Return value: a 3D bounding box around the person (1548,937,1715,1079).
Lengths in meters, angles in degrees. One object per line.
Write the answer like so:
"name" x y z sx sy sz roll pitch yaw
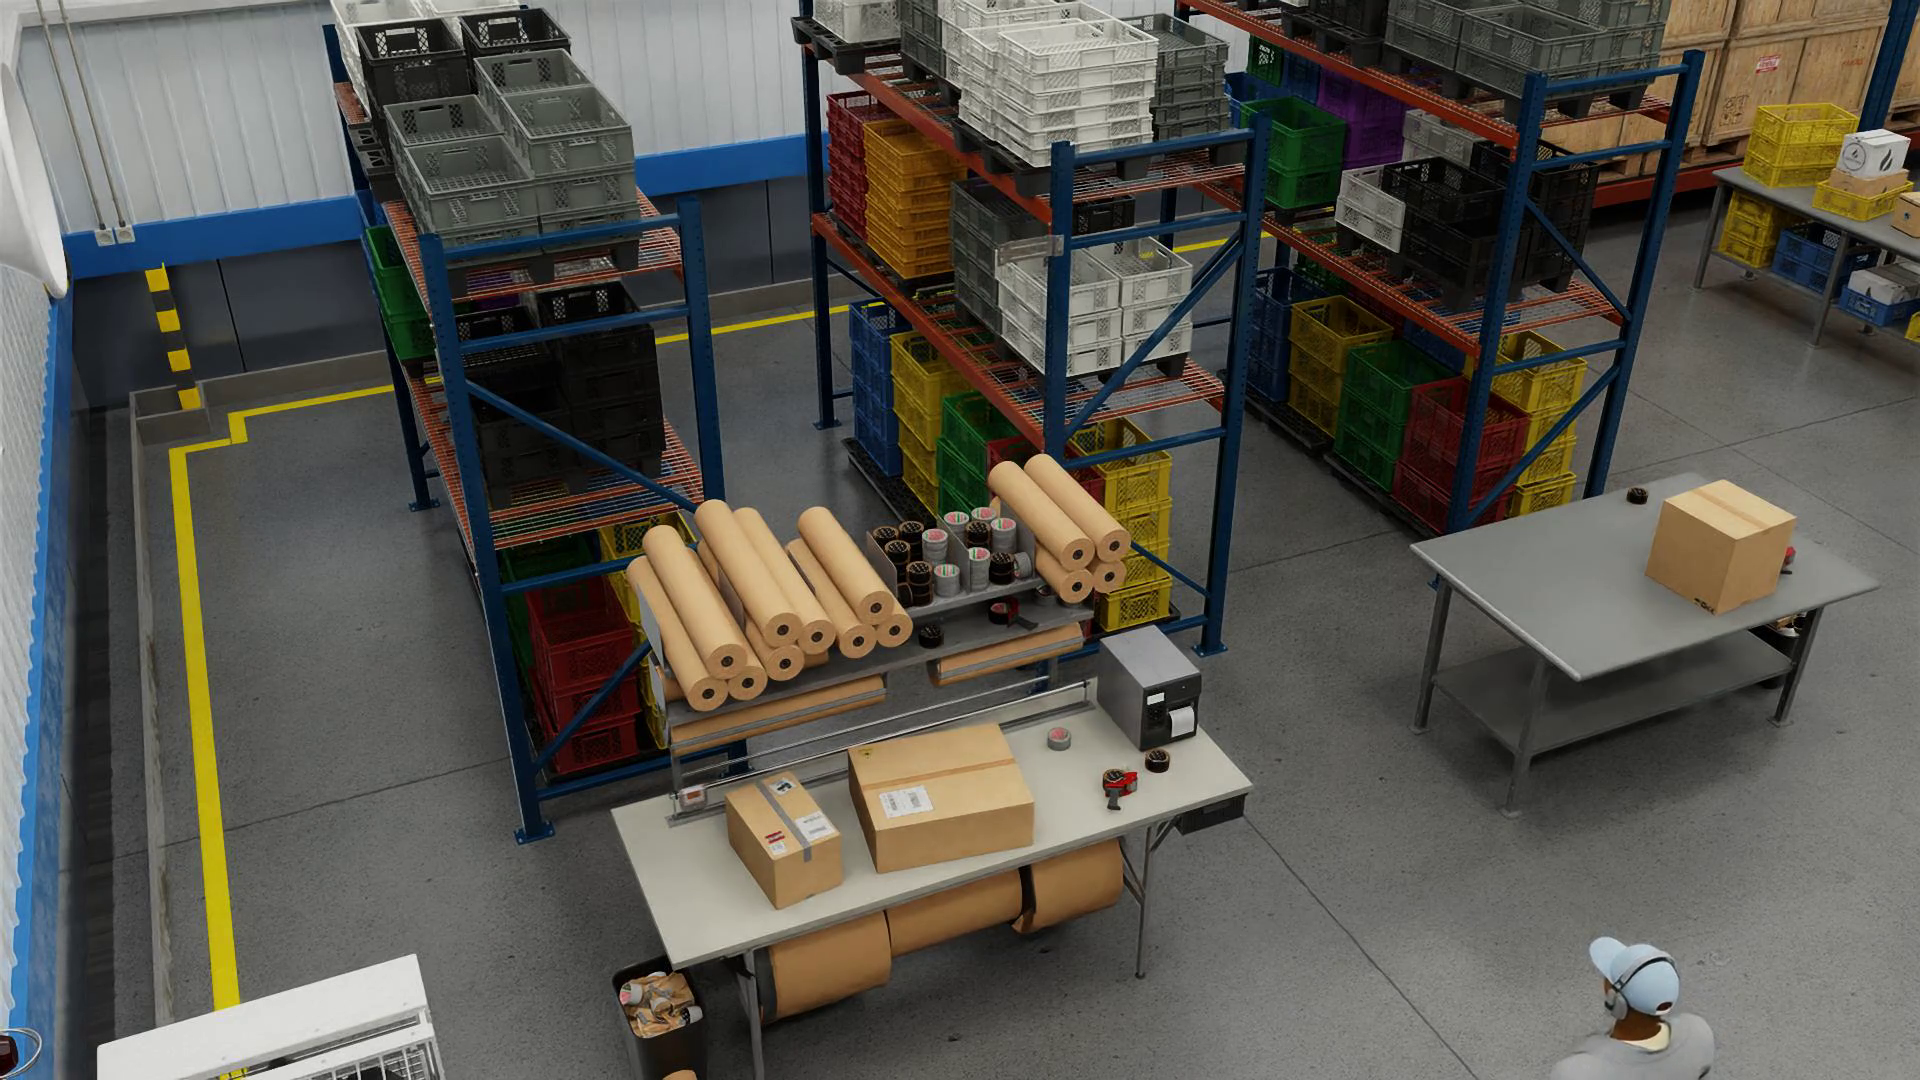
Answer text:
"person" 1.987 1.974 5.254 0.590 1.851 0.400 -13 34 -20
